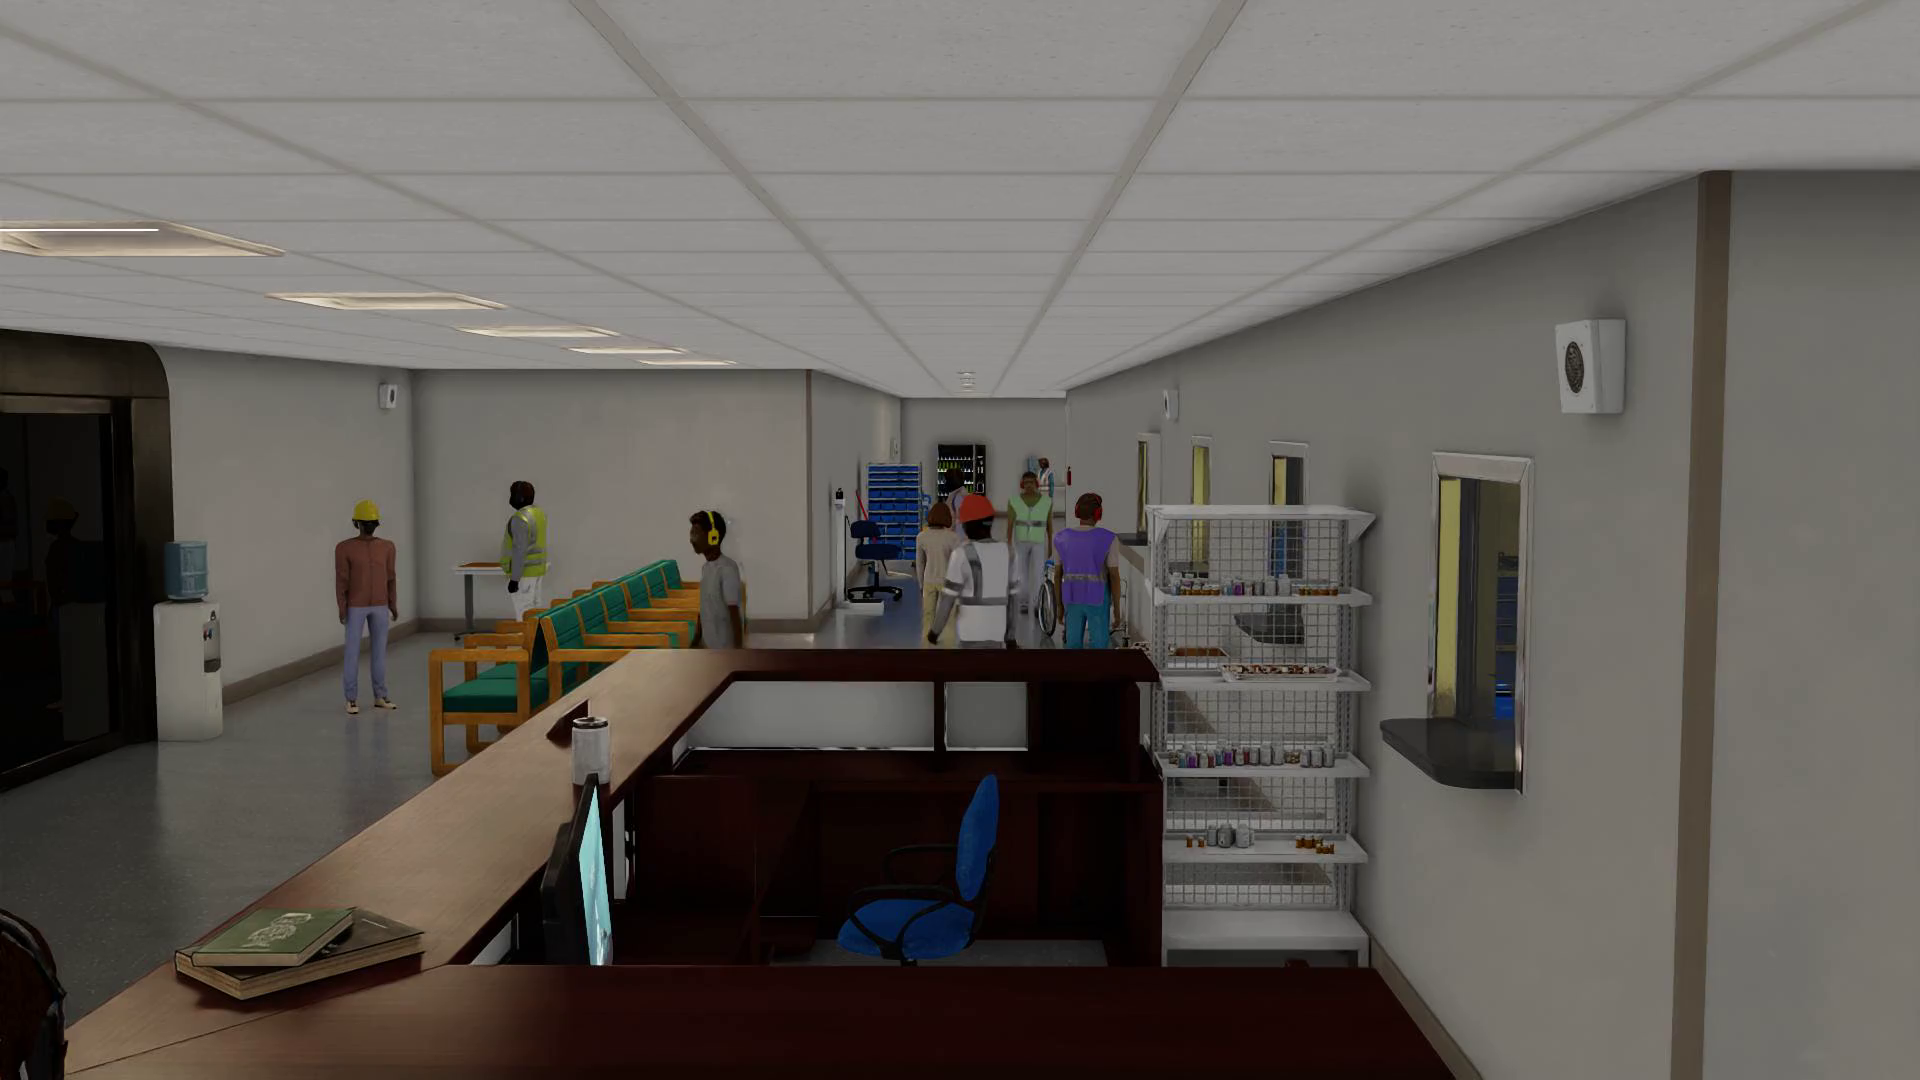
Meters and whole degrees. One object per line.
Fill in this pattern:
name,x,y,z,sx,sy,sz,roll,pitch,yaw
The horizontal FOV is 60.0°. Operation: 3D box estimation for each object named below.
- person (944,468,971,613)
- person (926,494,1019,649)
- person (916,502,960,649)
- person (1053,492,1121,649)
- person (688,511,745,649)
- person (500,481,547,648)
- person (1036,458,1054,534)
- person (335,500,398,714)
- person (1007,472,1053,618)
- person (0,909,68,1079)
person,-0.059,0.004,21.029,0.429,1.842,0.622,0,4,-4
person,0.091,0.634,11.651,0.565,1.914,0.530,-4,5,-41
person,-0.192,0.449,16.212,0.497,1.633,0.284,2,5,27
person,1.027,0.540,13.457,0.565,1.846,0.388,2,4,23
person,-1.596,0.739,10.610,0.598,1.847,0.554,-2,4,-24
person,-4.279,0.340,16.294,0.429,1.844,0.622,0,4,5
person,1.819,-0.950,35.795,0.311,1.638,0.521,-3,5,-38
person,-4.932,0.551,13.851,0.523,1.769,0.310,-4,6,-43
person,0.866,0.052,20.632,0.571,1.794,0.935,0,4,4
person,-1.191,1.362,2.022,0.628,1.835,0.429,-2,5,-28
